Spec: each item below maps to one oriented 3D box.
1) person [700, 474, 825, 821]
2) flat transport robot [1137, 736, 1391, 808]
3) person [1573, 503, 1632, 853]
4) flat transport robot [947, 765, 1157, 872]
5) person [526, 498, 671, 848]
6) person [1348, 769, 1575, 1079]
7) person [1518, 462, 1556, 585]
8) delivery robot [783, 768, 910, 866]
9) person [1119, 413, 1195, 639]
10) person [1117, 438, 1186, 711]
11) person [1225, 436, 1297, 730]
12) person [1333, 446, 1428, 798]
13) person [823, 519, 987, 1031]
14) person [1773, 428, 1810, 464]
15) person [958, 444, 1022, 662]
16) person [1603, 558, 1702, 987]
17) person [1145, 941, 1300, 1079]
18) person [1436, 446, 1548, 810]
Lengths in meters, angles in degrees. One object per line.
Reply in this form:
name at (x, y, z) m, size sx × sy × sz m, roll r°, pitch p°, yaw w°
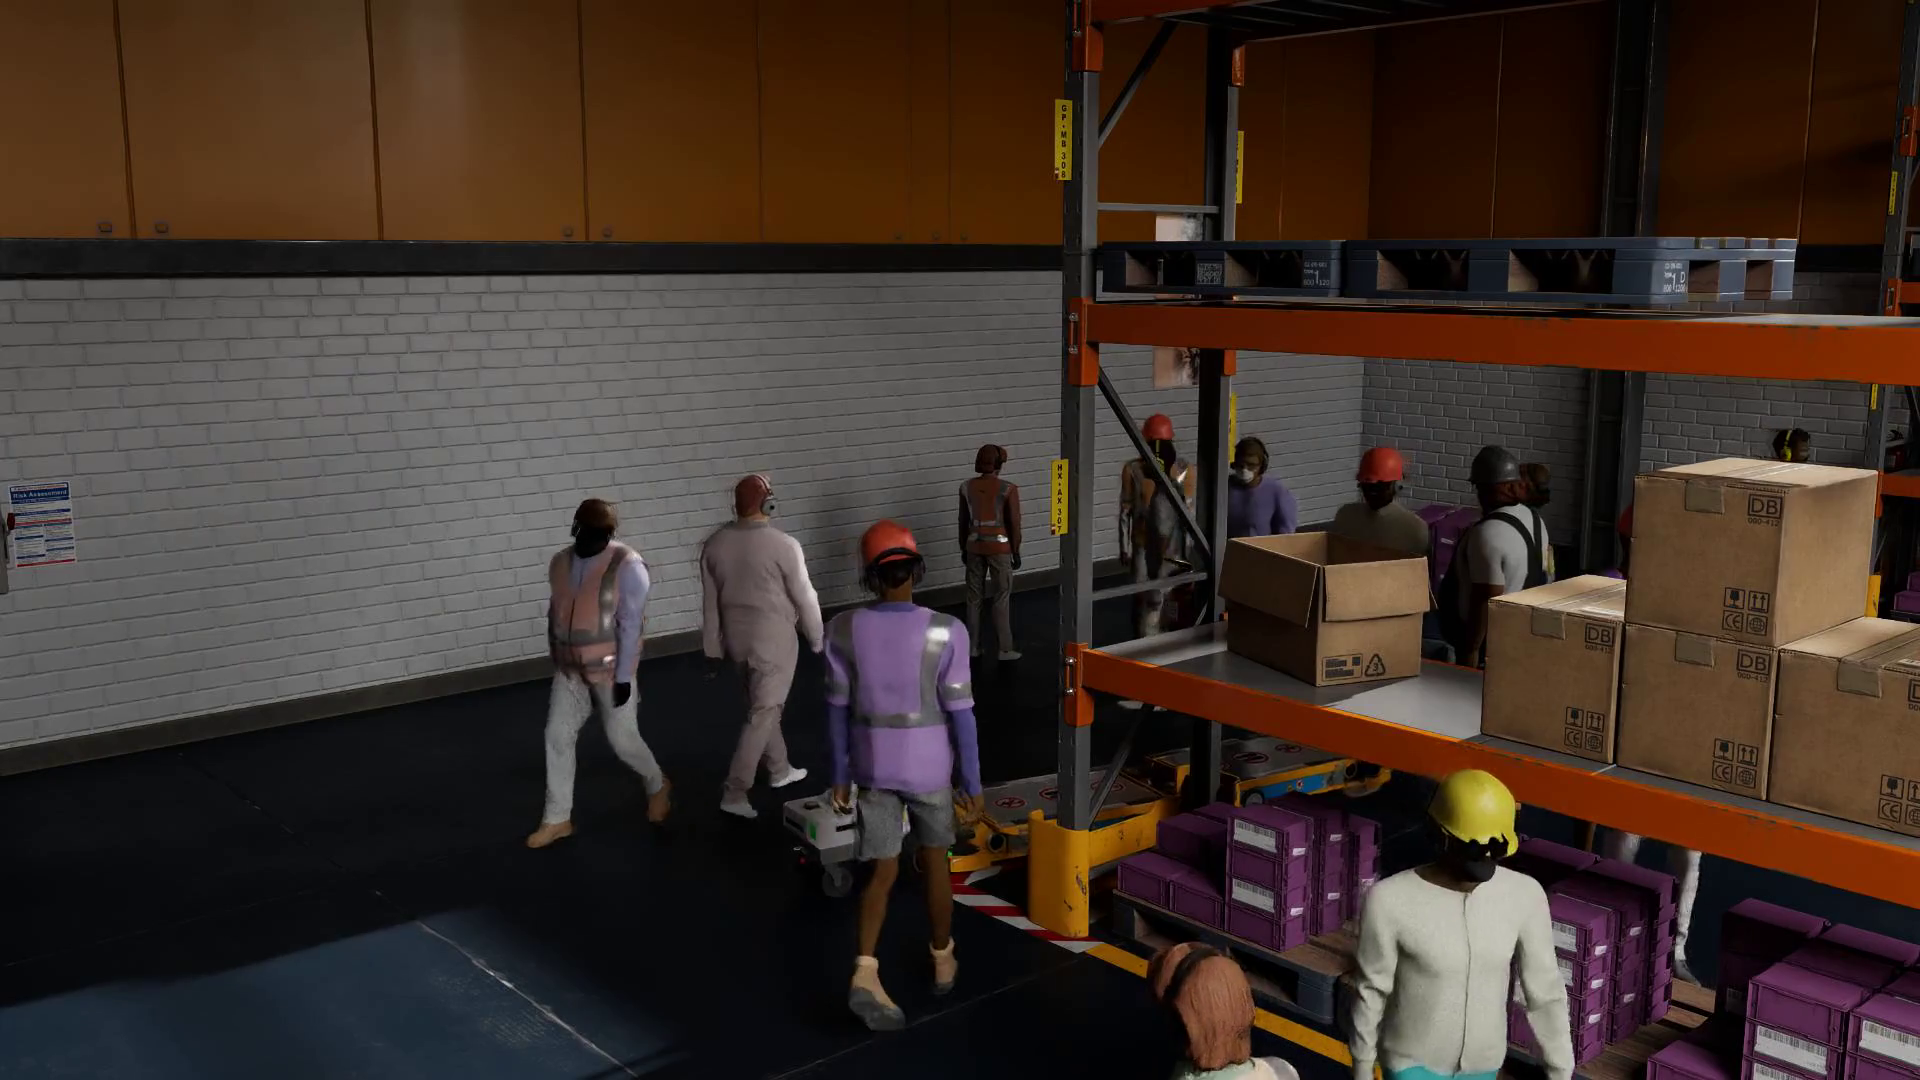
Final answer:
person at (-1.087, 0.566, 9.100) m, size 0.646 × 1.863 × 0.955 m, roll 6°, pitch 11°, yaw 32°
flat transport robot at (1.692, 1.305, 9.411) m, size 1.431 × 0.197 × 0.652 m, roll -6°, pitch 11°, yaw -32°
person at (3.114, 0.761, 7.746) m, size 0.542 × 1.931 × 0.366 m, roll -5°, pitch 11°, yaw -27°
flat transport robot at (0.452, 1.431, 8.677) m, size 1.431 × 0.197 × 0.652 m, roll -5°, pitch 11°, yaw -26°
person at (-1.899, 0.666, 8.669) m, size 0.644 × 1.804 × 0.718 m, roll 5°, pitch 11°, yaw 26°
person at (1.335, 1.421, 4.541) m, size 0.536 × 1.700 × 0.949 m, roll -2°, pitch 10°, yaw -12°
person at (3.316, 0.416, 10.166) m, size 0.934 × 1.806 × 0.612 m, roll 2°, pitch 10°, yaw 11°
delivery robot at (-0.493, 1.346, 8.066) m, size 0.707 × 0.478 × 0.477 m, roll -6°, pitch 11°, yaw -32°
person at (1.445, -0.008, 12.345) m, size 0.546 × 1.910 × 0.730 m, roll 0°, pitch 10°, yaw 2°
person at (1.369, 0.241, 11.013) m, size 0.559 × 1.852 × 0.528 m, roll 4°, pitch 10°, yaw 21°
person at (1.915, 0.254, 10.813) m, size 0.649 × 1.910 × 0.689 m, roll 7°, pitch 12°, yaw 36°
person at (2.315, 0.452, 9.399) m, size 0.520 × 1.980 × 0.649 m, roll -9°, pitch 13°, yaw -43°
person at (-0.239, 0.930, 6.599) m, size 0.664 × 2.005 × 0.879 m, roll 2°, pitch 10°, yaw 11°
person at (5.774, 0.102, 11.877) m, size 0.859 × 1.846 × 0.517 m, roll 8°, pitch 13°, yaw 40°
person at (0.223, 0.100, 12.471) m, size 0.513 × 1.639 × 0.311 m, roll 5°, pitch 11°, yaw 29°
person at (2.929, 0.940, 6.925) m, size 0.633 × 1.860 × 0.414 m, roll 3°, pitch 10°, yaw 19°
person at (0.492, 1.641, 3.577) m, size 0.528 × 1.589 × 0.881 m, roll -7°, pitch 12°, yaw -34°
person at (2.827, 0.501, 8.943) m, size 0.536 × 2.000 × 0.683 m, roll 9°, pitch 13°, yaw 41°
